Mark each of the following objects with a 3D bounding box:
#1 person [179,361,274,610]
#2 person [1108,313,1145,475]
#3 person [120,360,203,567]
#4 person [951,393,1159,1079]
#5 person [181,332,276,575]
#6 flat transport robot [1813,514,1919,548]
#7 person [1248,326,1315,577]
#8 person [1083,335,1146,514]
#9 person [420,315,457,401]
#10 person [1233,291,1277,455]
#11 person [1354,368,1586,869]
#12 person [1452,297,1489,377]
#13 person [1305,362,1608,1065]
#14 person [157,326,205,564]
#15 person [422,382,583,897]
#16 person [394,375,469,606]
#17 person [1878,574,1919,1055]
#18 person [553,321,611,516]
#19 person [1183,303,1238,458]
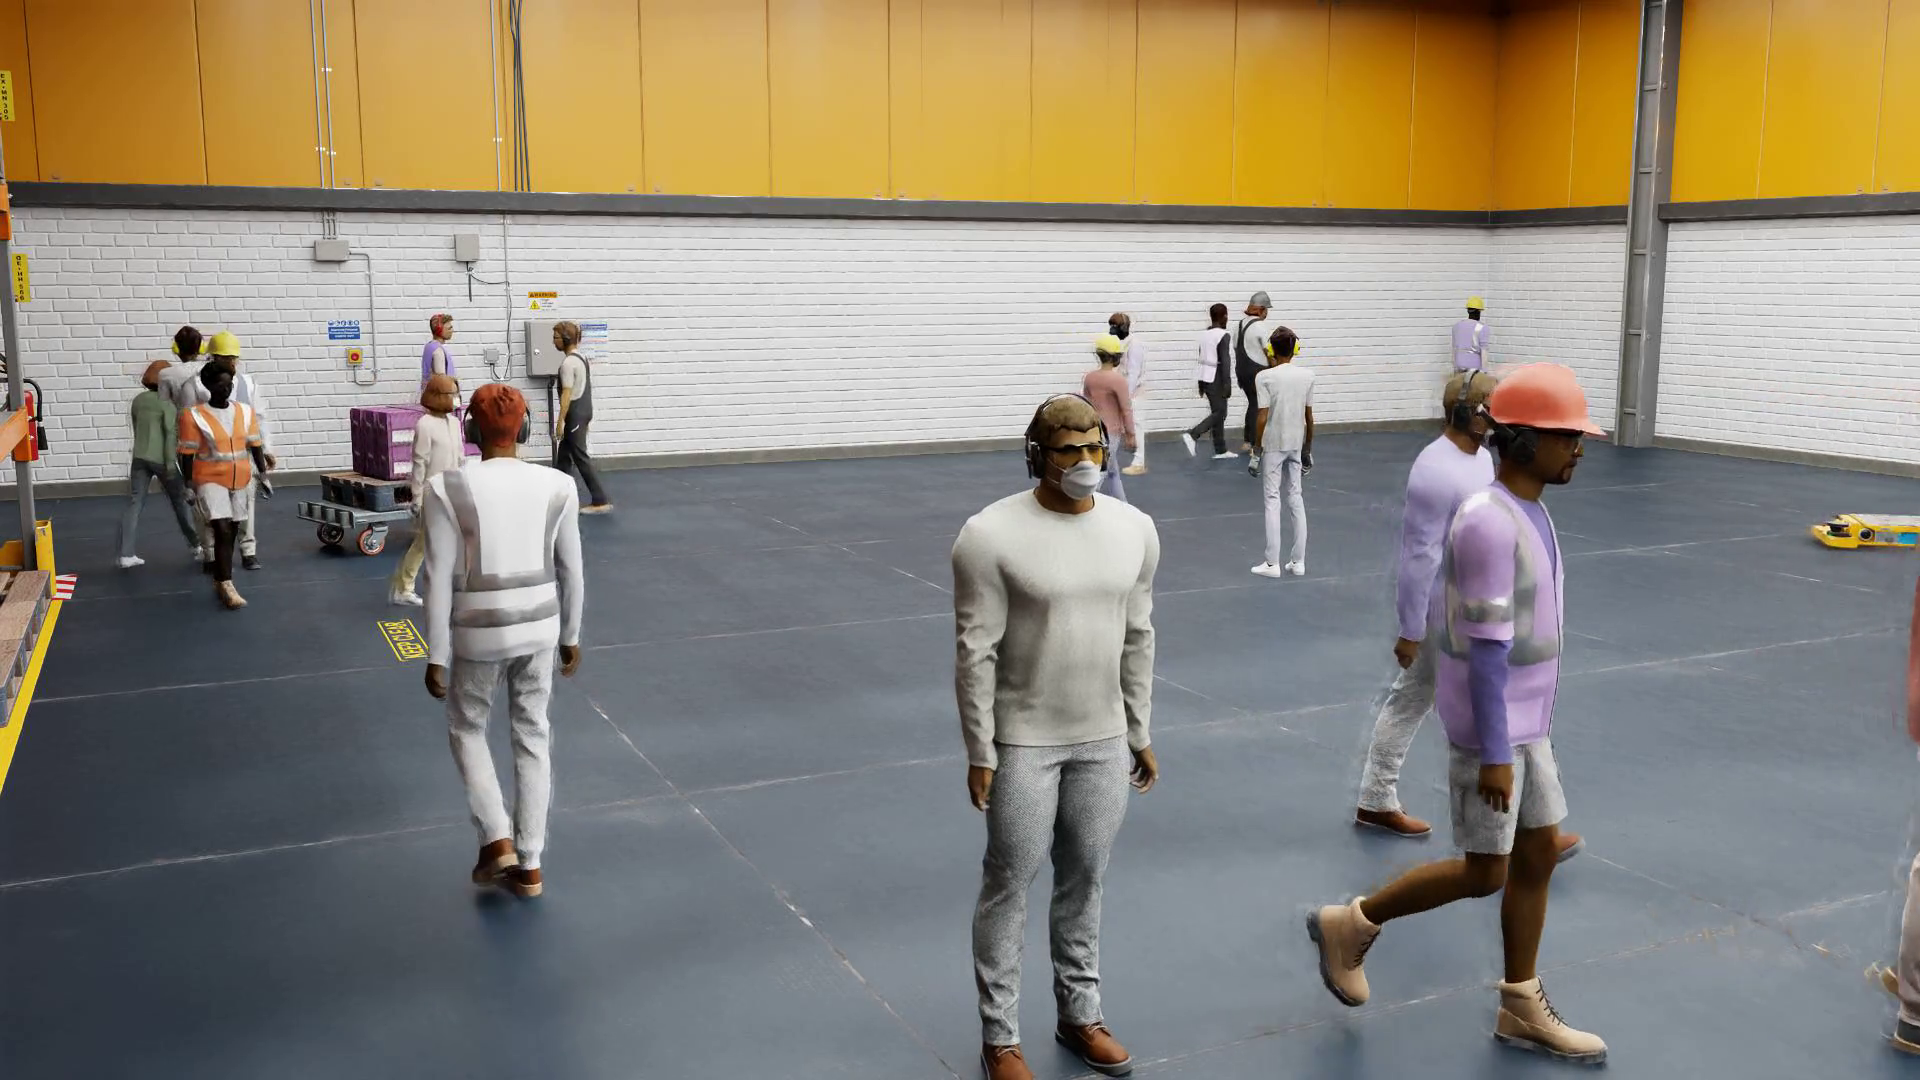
[{"bbox_3d":[-4.920,-0.368,11.222,0.741,1.667,0.540,6,11,33],"label":"person"},{"bbox_3d":[1.697,-1.602,18.456,0.918,1.799,0.659,-5,10,-28],"label":"person"},{"bbox_3d":[-6.234,-0.604,12.951,0.505,1.576,0.842,4,10,21],"label":"person"},{"bbox_3d":[0.278,0.559,4.629,0.628,1.940,0.377,-4,10,-25],"label":"person"},{"bbox_3d":[-5.520,-0.659,12.568,0.476,1.816,0.602,6,11,33],"label":"person"},{"bbox_3d":[7.845,-0.059,13.623,1.431,0.197,0.652,3,10,17],"label":"flat transport robot"},{"bbox_3d":[2.391,-0.652,12.381,0.535,1.862,0.313,-3,10,-21],"label":"person"},{"bbox_3d":[1.317,-0.927,14.515,0.900,1.711,0.543,-6,11,-34],"label":"person"},{"bbox_3d":[-5.336,-1.377,17.039,0.369,1.837,0.635,-4,10,-24],"label":"person"},{"bbox_3d":[3.690,-2.057,20.548,0.536,2.000,0.702,-3,10,-17],"label":"person"},{"bbox_3d":[1.991,0.296,6.414,0.985,1.893,0.656,5,10,27],"label":"person"},{"bbox_3d":[7.135,-2.428,23.251,0.405,1.918,0.580,-7,12,-39],"label":"person"},{"bbox_3d":[1.468,0.494,4.797,0.777,2.019,0.624,6,11,33],"label":"person"},{"bbox_3d":[-6.052,-0.743,13.031,0.835,1.837,0.510,9,12,43],"label":"person"},{"bbox_3d":[-1.650,0.365,6.034,0.615,1.870,0.418,-6,11,-33],"label":"person"},{"bbox_3d":[-3.460,-0.311,11.122,0.871,1.580,0.516,1,9,7],"label":"person"},{"bbox_3d":[2.887,0.532,4.662,0.439,1.979,0.653,7,12,38],"label":"person"},{"bbox_3d":[-3.623,-1.110,15.404,0.800,1.812,0.532,0,9,-3],"label":"person"},{"bbox_3d":[3.035,-1.911,20.093,0.726,1.897,0.607,-3,10,-19],"label":"person"}]
